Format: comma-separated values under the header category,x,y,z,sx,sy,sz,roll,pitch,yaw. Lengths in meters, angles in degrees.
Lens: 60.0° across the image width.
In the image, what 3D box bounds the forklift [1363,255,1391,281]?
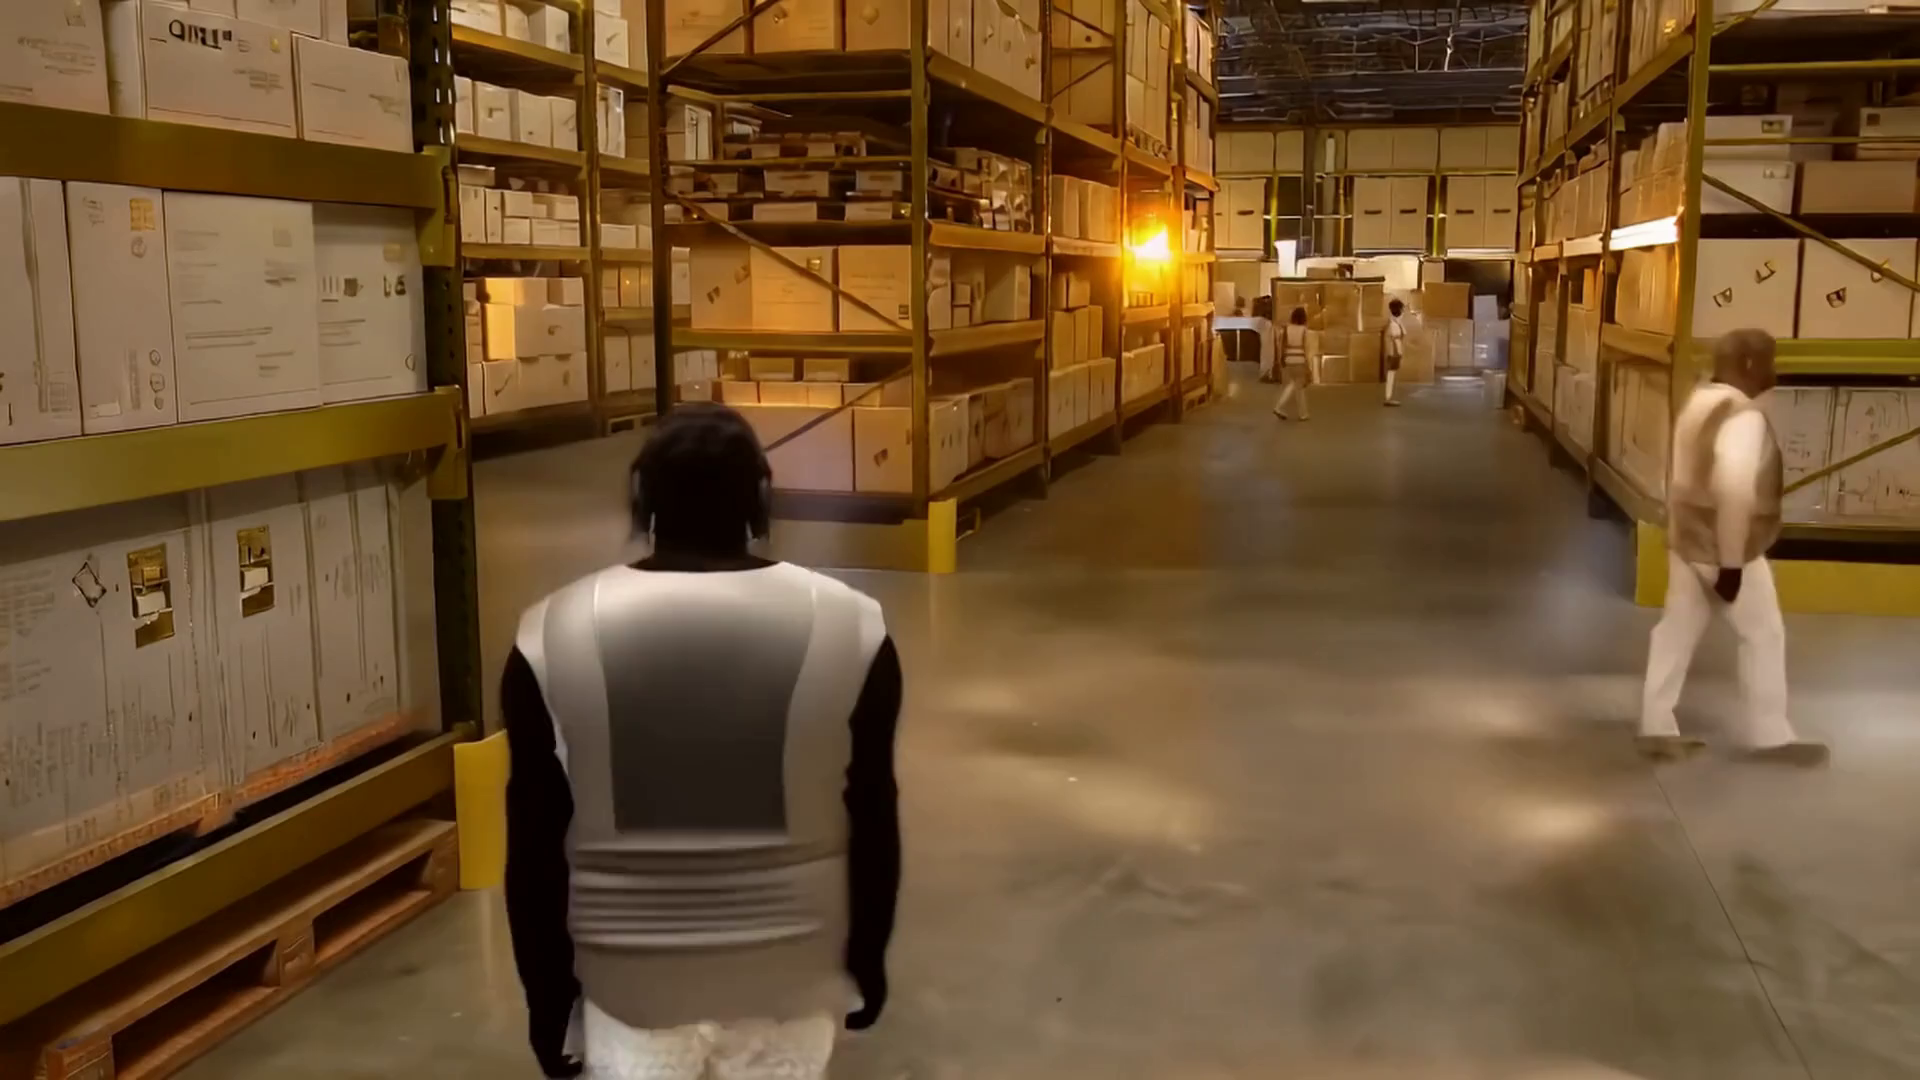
category,x,y,z,sx,sy,sz,roll,pitch,yaw
forklift,14.254,-8.372,56.961,1.129,2.768,1.873,-1,9,-5

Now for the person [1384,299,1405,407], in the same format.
category,x,y,z,sx,sy,sz,roll,pitch,yaw
person,6.853,-2.943,26.218,0.319,1.696,0.532,2,9,15

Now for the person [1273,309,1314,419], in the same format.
category,x,y,z,sx,sy,sz,roll,pitch,yaw
person,4.783,-2.511,23.799,0.552,1.596,0.758,6,11,35

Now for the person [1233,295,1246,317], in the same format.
category,x,y,z,sx,sy,sz,roll,pitch,yaw
person,6.093,-4.550,36.555,0.861,1.657,0.539,0,9,-3

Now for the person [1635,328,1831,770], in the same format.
category,x,y,z,sx,sy,sz,roll,pitch,yaw
person,3.250,0.044,6.856,0.853,1.810,0.664,1,9,4

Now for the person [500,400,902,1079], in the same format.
category,x,y,z,sx,sy,sz,roll,pitch,yaw
person,-0.405,0.689,2.729,0.624,1.832,0.433,-1,9,-5

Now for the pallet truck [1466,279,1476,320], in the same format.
category,x,y,z,sx,sy,sz,roll,pitch,yaw
pallet truck,18.896,-8.459,60.307,1.885,1.965,0.823,5,10,31

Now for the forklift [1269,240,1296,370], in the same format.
category,x,y,z,sx,sy,sz,roll,pitch,yaw
forklift,6.983,-5.037,35.774,1.873,2.768,1.129,2,9,15
